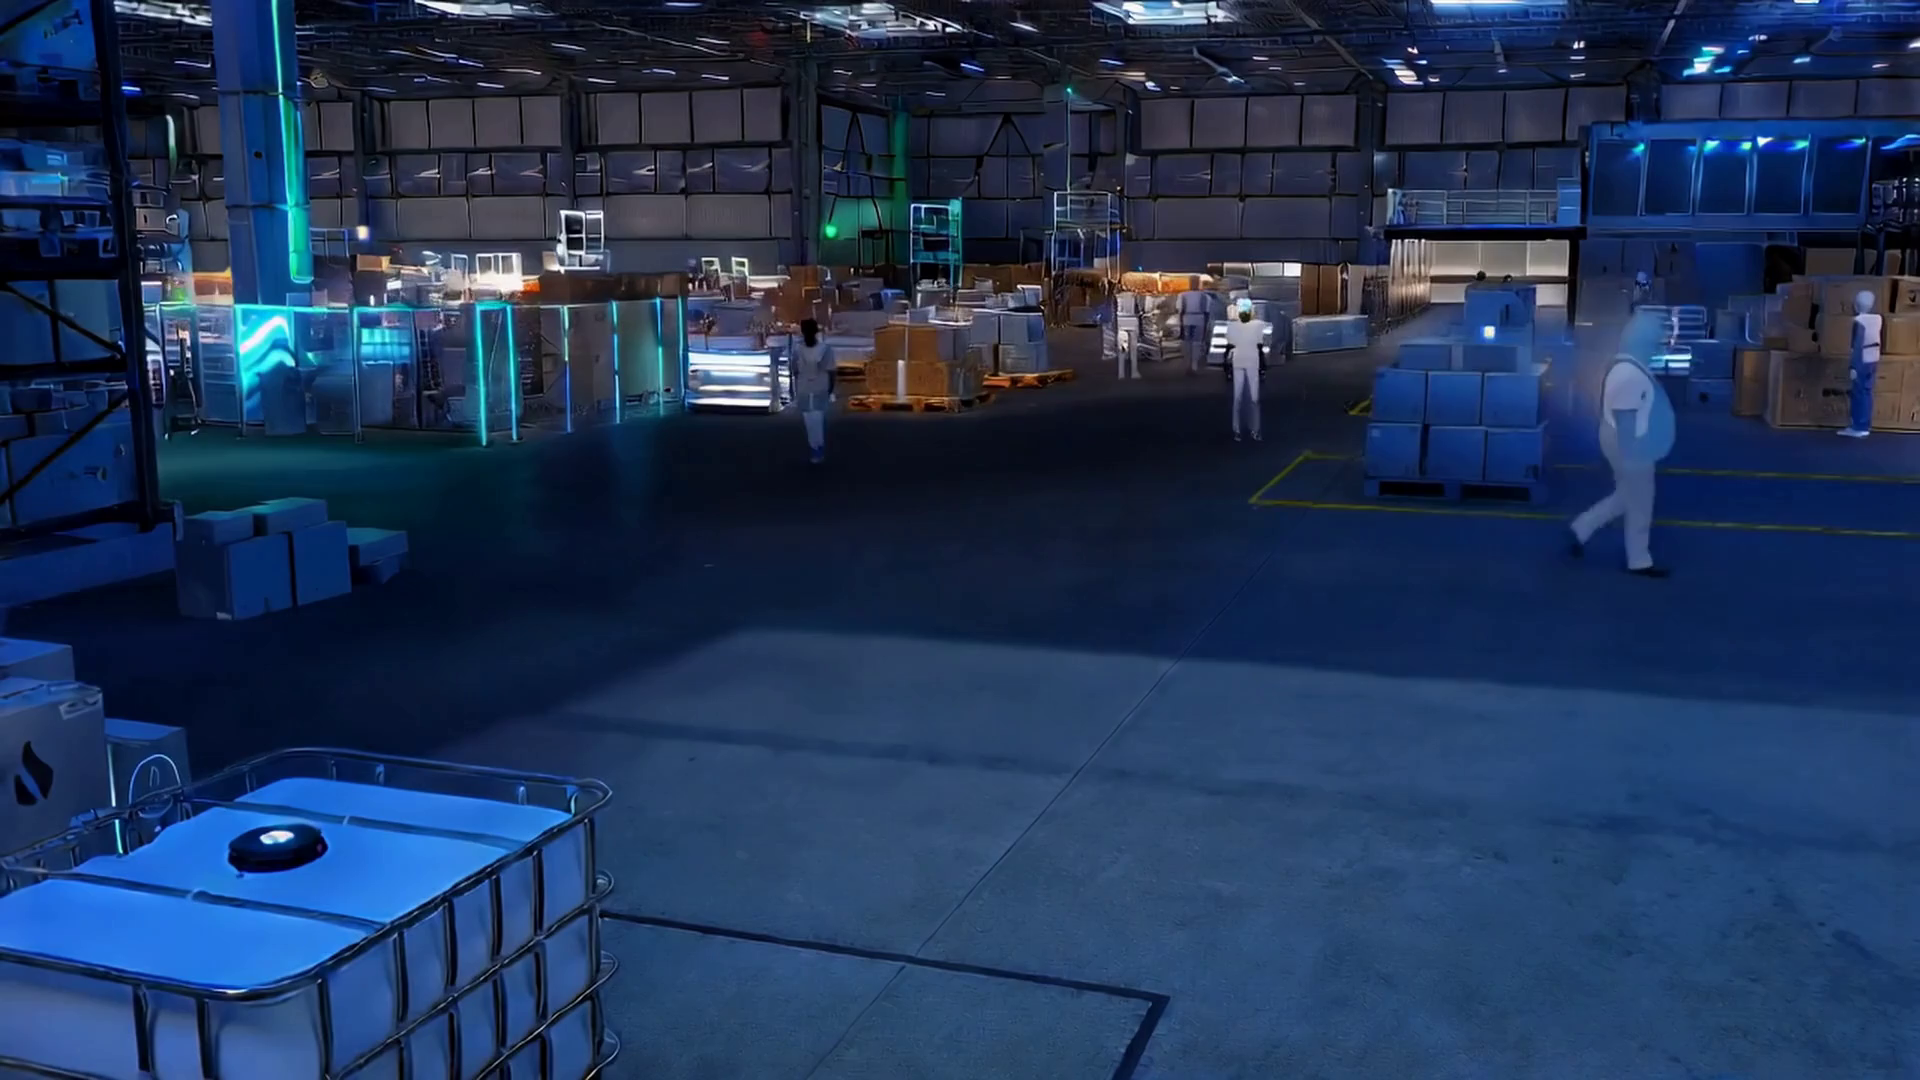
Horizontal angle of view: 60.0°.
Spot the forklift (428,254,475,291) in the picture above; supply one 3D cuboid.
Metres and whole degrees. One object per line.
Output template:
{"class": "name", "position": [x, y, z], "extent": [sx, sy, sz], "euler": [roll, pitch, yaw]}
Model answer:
{"class": "forklift", "position": [-20.133, -10.254, 65.465], "extent": [1.157, 1.987, 2.680], "euler": [3, 11, 19]}

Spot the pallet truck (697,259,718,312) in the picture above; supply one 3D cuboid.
{"class": "pallet truck", "position": [-9.165, -9.627, 62.776], "extent": [0.823, 1.965, 1.885], "euler": [4, 11, 23]}

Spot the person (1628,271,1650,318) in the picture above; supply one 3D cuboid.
{"class": "person", "position": [17.401, -5.962, 42.600], "extent": [0.538, 1.834, 0.535], "euler": [-2, 10, -12]}

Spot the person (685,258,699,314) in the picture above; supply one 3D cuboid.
{"class": "person", "position": [-9.320, -8.737, 57.676], "extent": [0.396, 2.036, 0.600], "euler": [9, 14, 42]}

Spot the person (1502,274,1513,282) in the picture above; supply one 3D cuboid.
{"class": "person", "position": [11.983, -4.899, 36.518], "extent": [0.512, 1.868, 0.329], "euler": [-1, 10, -4]}

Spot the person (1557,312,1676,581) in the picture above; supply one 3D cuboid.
{"class": "person", "position": [4.971, -0.721, 12.499], "extent": [0.746, 2.000, 0.692], "euler": [3, 11, 17]}

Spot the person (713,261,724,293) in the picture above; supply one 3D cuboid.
{"class": "person", "position": [-8.774, -9.160, 60.400], "extent": [0.408, 1.906, 0.653], "euler": [1, 10, 5]}

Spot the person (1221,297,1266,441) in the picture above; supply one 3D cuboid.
{"class": "person", "position": [3.635, -2.183, 21.283], "extent": [0.579, 1.846, 0.409], "euler": [0, 10, 0]}

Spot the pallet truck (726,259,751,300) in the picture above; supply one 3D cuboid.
{"class": "pallet truck", "position": [-7.986, -9.493, 62.019], "extent": [0.823, 1.965, 1.885], "euler": [3, 11, 17]}

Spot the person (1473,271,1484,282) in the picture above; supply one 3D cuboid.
{"class": "person", "position": [11.299, -4.890, 36.283], "extent": [0.593, 1.928, 0.459], "euler": [1, 10, 6]}

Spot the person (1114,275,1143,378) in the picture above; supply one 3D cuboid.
{"class": "person", "position": [3.174, -4.002, 31.264], "extent": [0.545, 1.938, 0.355], "euler": [3, 11, 19]}

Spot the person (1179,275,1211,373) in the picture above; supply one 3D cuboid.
{"class": "person", "position": [4.608, -4.236, 32.680], "extent": [0.615, 1.911, 1.020], "euler": [2, 10, 12]}

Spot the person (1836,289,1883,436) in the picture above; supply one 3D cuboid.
{"class": "person", "position": [11.850, -2.320, 21.838], "extent": [0.592, 1.922, 0.392], "euler": [-8, 13, -37]}

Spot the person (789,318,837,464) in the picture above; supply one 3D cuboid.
{"class": "person", "position": [-1.705, -1.696, 18.988], "extent": [0.545, 1.666, 0.637], "euler": [2, 10, 14]}

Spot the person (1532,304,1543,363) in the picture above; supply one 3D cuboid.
{"class": "person", "position": [10.668, -3.903, 31.316], "extent": [0.536, 1.715, 0.907], "euler": [4, 11, 23]}

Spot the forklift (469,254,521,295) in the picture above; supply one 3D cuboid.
{"class": "forklift", "position": [-17.990, -10.121, 64.684], "extent": [1.157, 1.987, 2.680], "euler": [3, 11, 17]}
